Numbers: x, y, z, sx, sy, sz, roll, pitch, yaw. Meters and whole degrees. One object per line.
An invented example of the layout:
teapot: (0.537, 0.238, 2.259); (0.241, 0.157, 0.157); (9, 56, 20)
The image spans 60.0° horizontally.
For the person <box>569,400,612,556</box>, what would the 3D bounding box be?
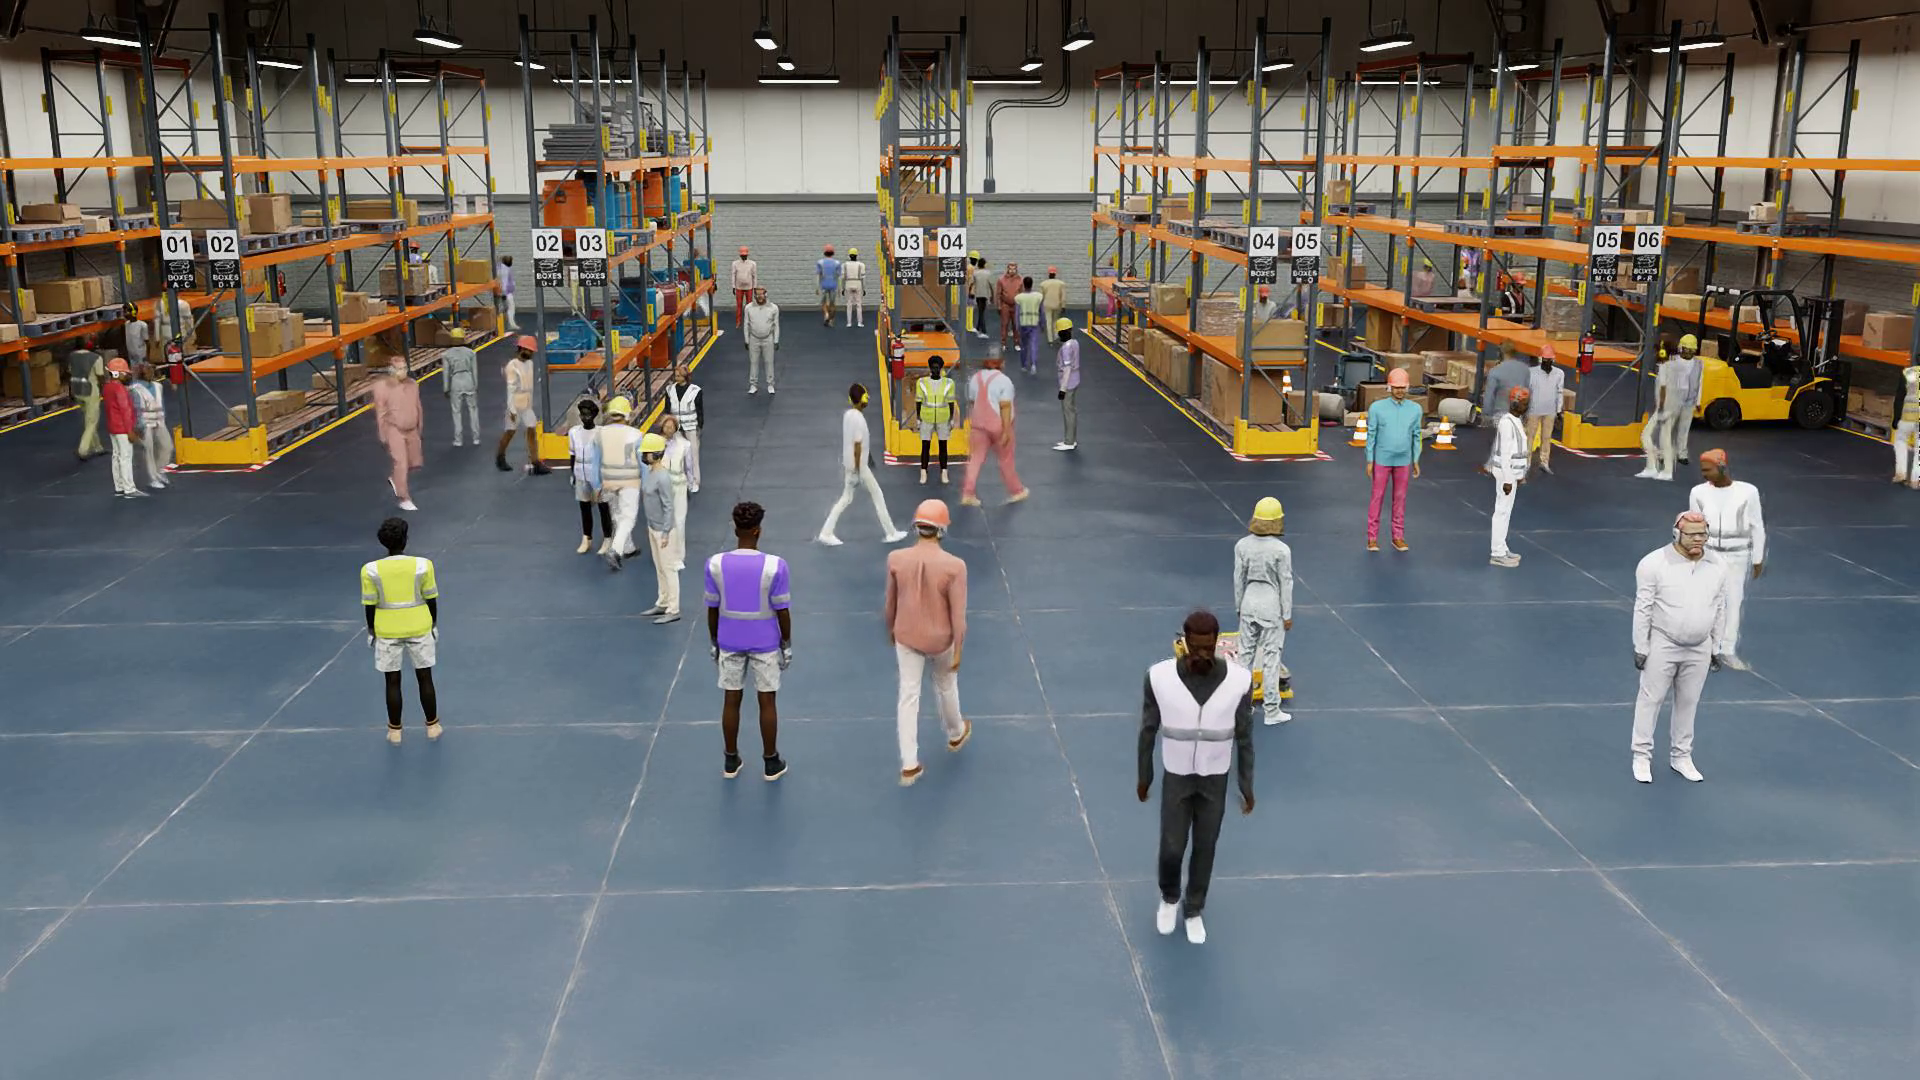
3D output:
person: (-3.952, -0.673, 17.862); (0.538, 1.695, 0.319); (4, 14, 18)

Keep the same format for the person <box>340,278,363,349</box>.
person: (-13.249, -4.857, 35.797); (0.514, 1.592, 0.882); (6, 15, 26)

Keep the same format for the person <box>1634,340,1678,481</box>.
person: (9.209, -1.712, 21.938); (0.622, 1.839, 0.563); (11, 17, 40)

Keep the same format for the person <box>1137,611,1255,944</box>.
person: (1.290, 1.293, 9.097); (0.621, 1.899, 0.457); (0, 13, 0)

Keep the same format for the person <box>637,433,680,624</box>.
person: (-2.782, -0.109, 15.315); (0.328, 1.769, 0.526); (-7, 15, -26)

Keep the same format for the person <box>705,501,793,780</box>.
person: (-1.449, 0.697, 11.493); (0.604, 1.957, 0.369); (2, 13, 8)

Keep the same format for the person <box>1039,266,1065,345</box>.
person: (2.027, -5.235, 37.092); (0.590, 1.727, 0.706); (-2, 13, -7)

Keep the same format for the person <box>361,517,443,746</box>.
person: (-4.074, 0.669, 12.168); (0.531, 1.697, 0.322); (-4, 14, -18)

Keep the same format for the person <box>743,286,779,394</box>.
person: (-3.533, -3.554, 29.612); (0.639, 1.908, 0.409); (-1, 13, -3)

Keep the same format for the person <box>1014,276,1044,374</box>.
person: (1.342, -4.176, 32.312); (0.590, 1.879, 0.965); (0, 13, 1)

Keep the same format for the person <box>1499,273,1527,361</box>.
person: (10.327, -3.953, 31.006); (0.605, 2.045, 0.377); (-9, 16, -35)

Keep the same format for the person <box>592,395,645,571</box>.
person: (-3.537, -0.595, 17.315); (0.603, 1.805, 0.845); (4, 14, 15)

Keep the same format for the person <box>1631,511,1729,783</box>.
person: (4.951, 0.735, 11.442); (0.639, 1.908, 0.409); (-1, 13, -3)

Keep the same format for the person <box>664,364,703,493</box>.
person: (-3.503, -1.415, 21.124); (0.512, 1.638, 0.312); (3, 14, 13)

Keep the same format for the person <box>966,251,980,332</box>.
person: (0.297, -5.923, 39.614); (0.383, 1.921, 0.585); (0, 13, 0)

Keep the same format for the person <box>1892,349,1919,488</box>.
person: (12.337, -1.589, 21.452); (0.635, 1.824, 0.537); (3, 14, 12)

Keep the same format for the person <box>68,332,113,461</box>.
person: (-12.235, -2.005, 23.290); (0.642, 1.801, 0.758); (5, 14, 19)

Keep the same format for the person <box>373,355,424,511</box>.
person: (-6.813, -1.311, 20.162); (0.568, 1.888, 0.642); (8, 16, 31)

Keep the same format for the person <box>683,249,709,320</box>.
person: (-6.714, -6.471, 42.148); (1.023, 1.834, 0.585); (3, 14, 12)

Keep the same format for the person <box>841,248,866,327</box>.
person: (-2.595, -6.150, 40.568); (0.593, 1.923, 0.382); (0, 13, 0)

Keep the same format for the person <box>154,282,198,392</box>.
person: (-14.164, -3.702, 30.076); (0.633, 1.980, 1.089); (0, 13, -1)

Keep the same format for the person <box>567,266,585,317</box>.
person: (-9.898, -6.723, 43.166); (0.564, 1.846, 0.390); (-1, 13, -3)

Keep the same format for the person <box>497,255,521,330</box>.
person: (-11.037, -5.949, 39.988); (0.748, 1.808, 0.659); (-6, 15, -25)

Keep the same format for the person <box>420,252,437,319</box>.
person: (-13.345, -6.308, 41.589); (0.558, 1.750, 0.377); (-1, 13, -6)

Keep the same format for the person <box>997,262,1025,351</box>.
person: (1.109, -5.019, 35.818); (0.639, 1.908, 0.409); (-1, 13, -3)

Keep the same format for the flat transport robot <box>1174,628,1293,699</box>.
flat transport robot: (2.243, 1.011, 13.776); (0.652, 0.197, 1.431); (-1, 13, -5)

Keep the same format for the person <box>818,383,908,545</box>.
person: (-1.110, -0.827, 18.313); (1.014, 1.804, 0.484); (-8, 15, -29)

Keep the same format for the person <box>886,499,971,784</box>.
person: (-0.217, 0.658, 11.670); (0.628, 1.938, 1.013); (4, 14, 15)

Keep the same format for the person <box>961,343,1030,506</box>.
person: (0.404, -1.435, 20.346); (0.688, 2.000, 1.028); (12, 18, 41)

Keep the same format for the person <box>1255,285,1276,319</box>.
person: (5.790, -4.024, 31.929); (0.559, 1.751, 0.326); (-1, 13, -3)

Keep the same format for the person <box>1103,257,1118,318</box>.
person: (3.947, -6.417, 42.396); (0.527, 1.588, 0.830); (10, 16, 35)

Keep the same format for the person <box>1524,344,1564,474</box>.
person: (7.810, -1.750, 22.295); (0.559, 1.751, 0.326); (-1, 13, -3)

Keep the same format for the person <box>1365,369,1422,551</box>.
person: (4.694, -0.867, 18.039); (0.608, 1.995, 0.377); (-1, 13, -3)

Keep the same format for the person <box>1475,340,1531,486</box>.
person: (7.122, -1.664, 21.679); (0.633, 1.878, 1.063); (-6, 14, -23)

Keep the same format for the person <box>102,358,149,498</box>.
person: (-10.486, -1.403, 20.840); (0.562, 1.746, 0.339); (12, 18, 42)

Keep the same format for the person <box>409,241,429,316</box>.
person: (-14.187, -6.813, 43.374); (0.543, 1.928, 0.372); (2, 13, 10)

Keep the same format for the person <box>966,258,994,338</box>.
person: (0.446, -5.612, 38.530); (0.561, 1.802, 1.000); (-5, 14, -20)

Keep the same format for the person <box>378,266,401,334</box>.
person: (-12.832, -5.319, 37.471); (0.502, 1.713, 0.487); (10, 17, 36)

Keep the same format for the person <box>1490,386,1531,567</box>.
person: (5.774, -0.674, 17.455); (0.355, 1.887, 0.573); (6, 15, 24)

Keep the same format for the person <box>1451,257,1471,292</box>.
person: (12.048, -5.915, 39.952); (0.339, 1.745, 0.561); (-8, 15, -30)

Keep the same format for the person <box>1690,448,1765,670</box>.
person: (6.439, 0.153, 14.034); (0.660, 1.860, 0.351); (12, 18, 41)

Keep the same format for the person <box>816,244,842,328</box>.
person: (-3.188, -6.175, 40.440); (0.632, 2.033, 0.414); (-2, 13, -10)

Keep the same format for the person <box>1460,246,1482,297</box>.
person: (13.438, -6.987, 43.862); (0.605, 2.044, 0.374); (-1, 13, -3)

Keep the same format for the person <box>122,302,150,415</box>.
person: (-13.403, -2.937, 27.091); (0.519, 1.865, 0.326); (6, 15, 24)

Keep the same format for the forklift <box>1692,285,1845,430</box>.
forklift: (12.503, -2.886, 26.166); (2.313, 2.155, 1.214); (-1, 13, -3)

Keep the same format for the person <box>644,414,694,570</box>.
person: (-3.043, -0.531, 17.404); (0.525, 1.621, 0.611); (-4, 14, -16)

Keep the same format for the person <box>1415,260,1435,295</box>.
person: (11.077, -5.857, 39.806); (0.553, 1.710, 0.911); (-3, 14, -13)

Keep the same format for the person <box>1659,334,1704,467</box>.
person: (9.890, -1.909, 22.801); (0.586, 1.833, 0.403); (-1, 13, -3)

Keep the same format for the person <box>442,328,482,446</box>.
person: (-7.330, -2.240, 24.437); (0.524, 1.720, 0.432); (-5, 14, -20)

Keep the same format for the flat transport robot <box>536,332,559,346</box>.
flat transport robot: (-9.130, -4.499, 37.119); (0.652, 0.197, 1.431); (-3, 14, -14)

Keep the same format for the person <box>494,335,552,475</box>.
person: (-5.934, -1.813, 22.322); (0.988, 1.876, 0.580); (6, 15, 25)

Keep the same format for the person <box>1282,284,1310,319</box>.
person: (8.371, -6.104, 40.853); (0.815, 1.716, 0.533); (3, 14, 14)

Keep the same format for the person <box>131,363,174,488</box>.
person: (-10.376, -1.466, 21.365); (0.364, 1.627, 0.528); (5, 14, 21)

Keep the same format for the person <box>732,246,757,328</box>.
person: (-5.231, -6.131, 40.337); (0.608, 1.995, 0.378); (-1, 13, -3)

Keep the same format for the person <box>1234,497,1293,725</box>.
person: (2.313, 0.532, 12.651); (0.483, 1.745, 0.299); (11, 17, 39)

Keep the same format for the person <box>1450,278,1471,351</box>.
person: (10.621, -4.780, 35.479); (0.534, 1.587, 0.855); (-2, 13, -8)

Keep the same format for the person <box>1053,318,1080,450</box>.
person: (1.539, -2.258, 24.100); (0.381, 1.917, 0.585); (4, 14, 15)

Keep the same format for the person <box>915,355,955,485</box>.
person: (-0.324, -1.561, 21.616); (0.532, 1.698, 0.319); (-1, 13, -3)
